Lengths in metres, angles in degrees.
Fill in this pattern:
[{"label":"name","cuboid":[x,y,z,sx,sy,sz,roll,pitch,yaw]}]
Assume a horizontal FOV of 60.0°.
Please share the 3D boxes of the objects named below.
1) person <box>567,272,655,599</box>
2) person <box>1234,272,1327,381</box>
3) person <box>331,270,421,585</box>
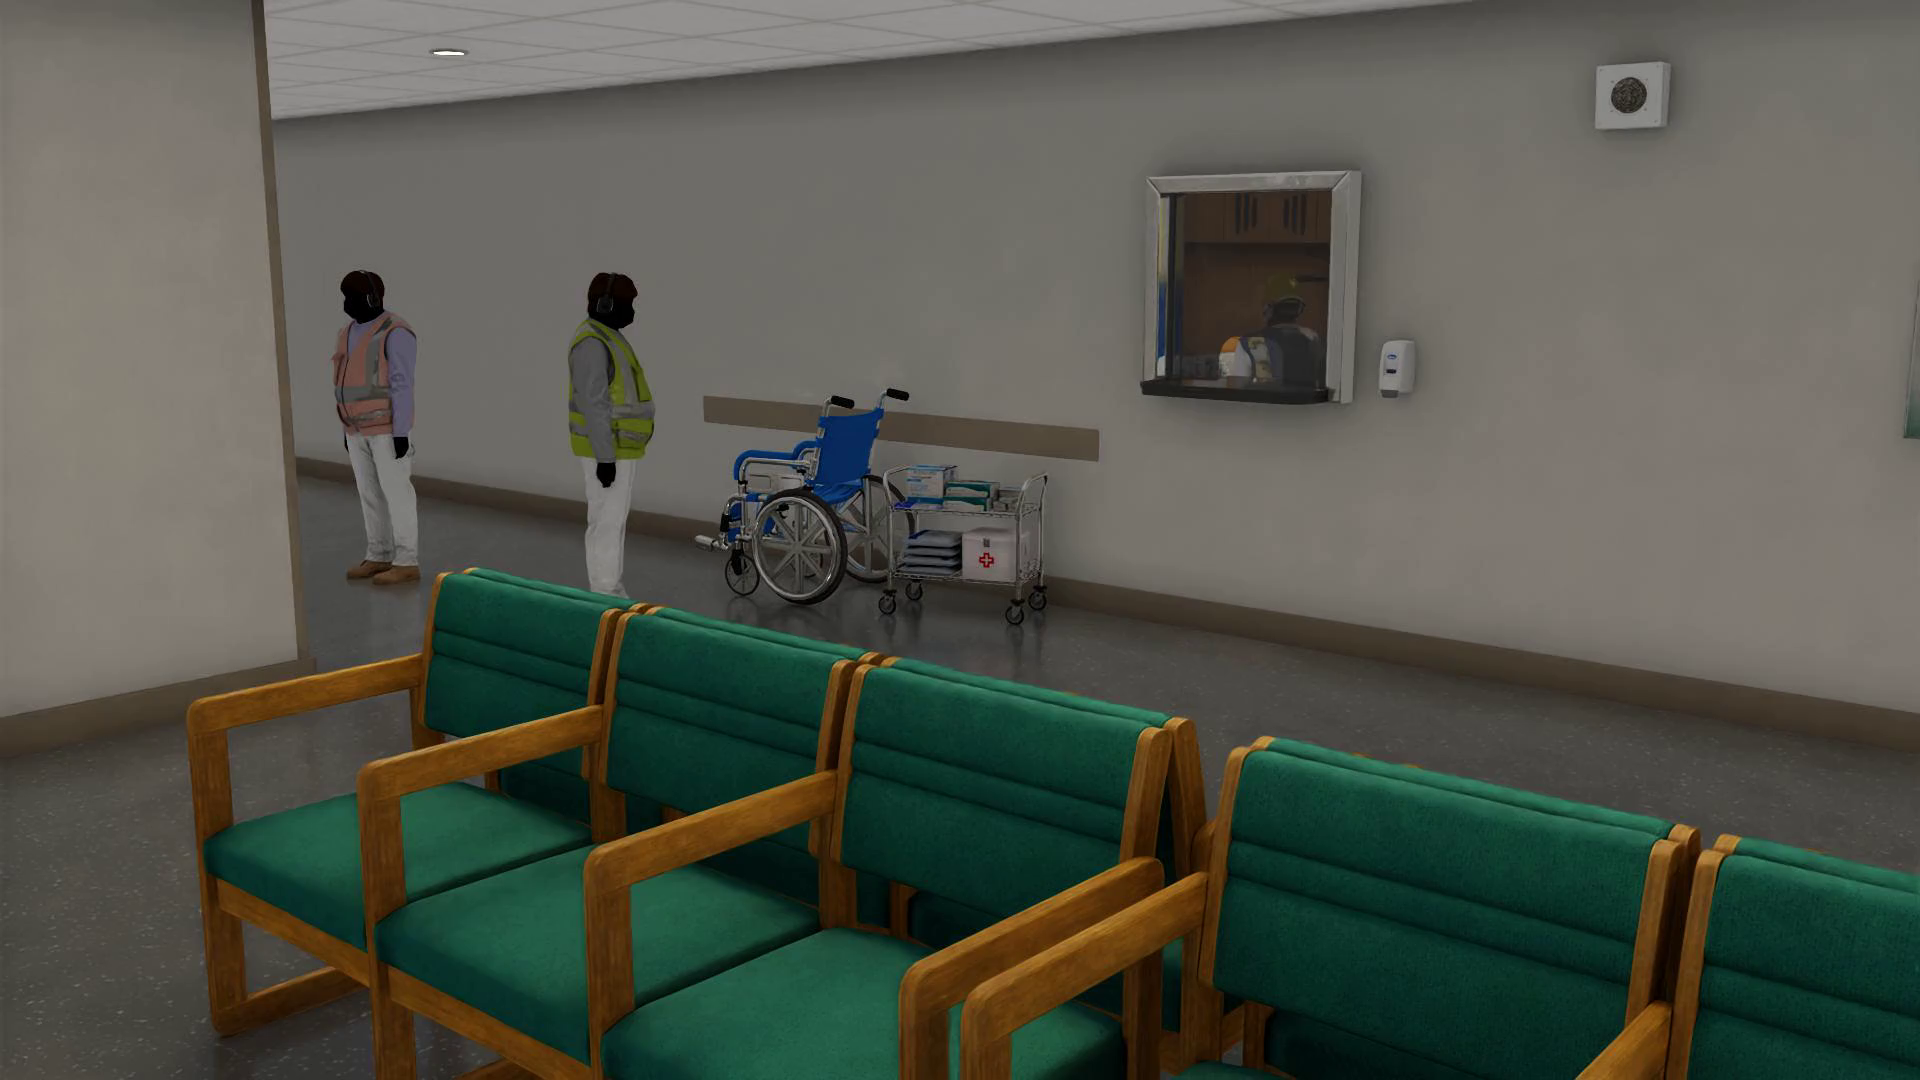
[{"label":"person","cuboid":[-1.783,-0.451,8.571,0.429,1.838,0.622,-1,10,-4]},{"label":"person","cuboid":[1.786,-0.570,9.288,0.594,1.824,0.404,-2,10,-10]},{"label":"person","cuboid":[-3.431,-0.654,9.751,0.619,1.836,0.430,7,12,34]}]
